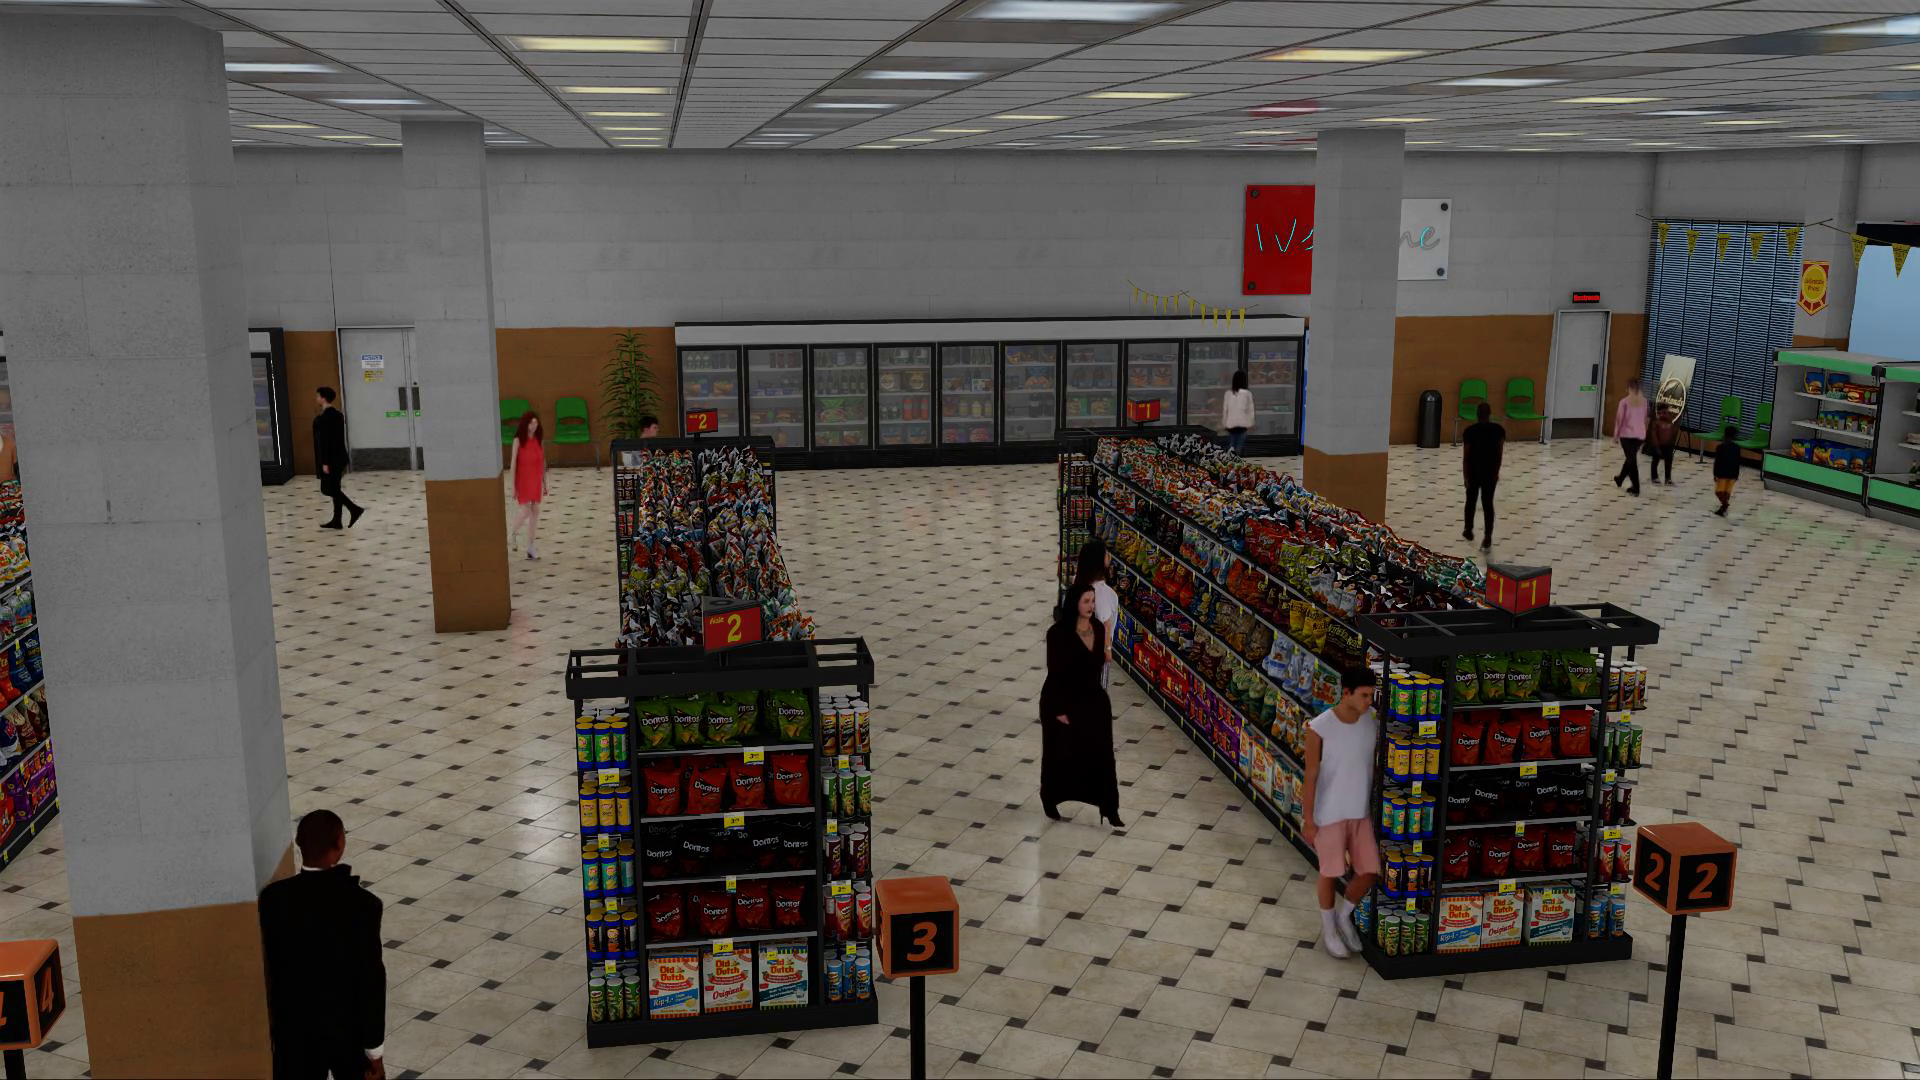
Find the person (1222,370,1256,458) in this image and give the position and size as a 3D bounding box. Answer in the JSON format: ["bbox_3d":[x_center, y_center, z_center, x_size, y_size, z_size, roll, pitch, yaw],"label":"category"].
[{"bbox_3d":[4.285,-1.795,25.745,0.731,1.625,0.772,6,13,26],"label":"person"}]

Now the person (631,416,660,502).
[{"bbox_3d":[-3.694,-0.504,19.104,0.834,1.836,0.773,3,12,12],"label":"person"}]

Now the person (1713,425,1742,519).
[{"bbox_3d":[10.337,-0.901,22.381,0.557,1.261,0.723,-1,12,-3],"label":"person"}]

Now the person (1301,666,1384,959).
[{"bbox_3d":[2.167,1.538,9.606,0.724,1.753,0.682,-3,12,-16],"label":"person"}]

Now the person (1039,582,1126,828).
[{"bbox_3d":[0.722,1.133,11.577,0.889,1.732,1.063,-7,14,-30],"label":"person"}]

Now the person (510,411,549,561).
[{"bbox_3d":[-5.199,-0.650,19.861,0.906,1.809,0.836,10,15,39],"label":"person"}]

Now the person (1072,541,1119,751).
[{"bbox_3d":[1.041,0.823,13.176,0.804,1.680,0.643,-5,13,-23],"label":"person"}]

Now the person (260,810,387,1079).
[{"bbox_3d":[-2.641,2.063,6.825,0.740,1.871,1.278,-1,12,-6],"label":"person"}]

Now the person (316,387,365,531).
[{"bbox_3d":[-8.048,-1.043,21.562,0.885,1.876,0.909,1,12,4],"label":"person"}]

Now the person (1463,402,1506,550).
[{"bbox_3d":[6.448,-0.753,20.436,0.930,1.774,1.300,2,12,7],"label":"person"}]

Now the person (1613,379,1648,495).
[{"bbox_3d":[9.819,-1.472,24.183,0.618,1.636,1.046,-1,12,-6],"label":"person"}]

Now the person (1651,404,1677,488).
[{"bbox_3d":[10.472,-1.425,24.930,0.522,1.236,0.684,-2,12,-10],"label":"person"}]
